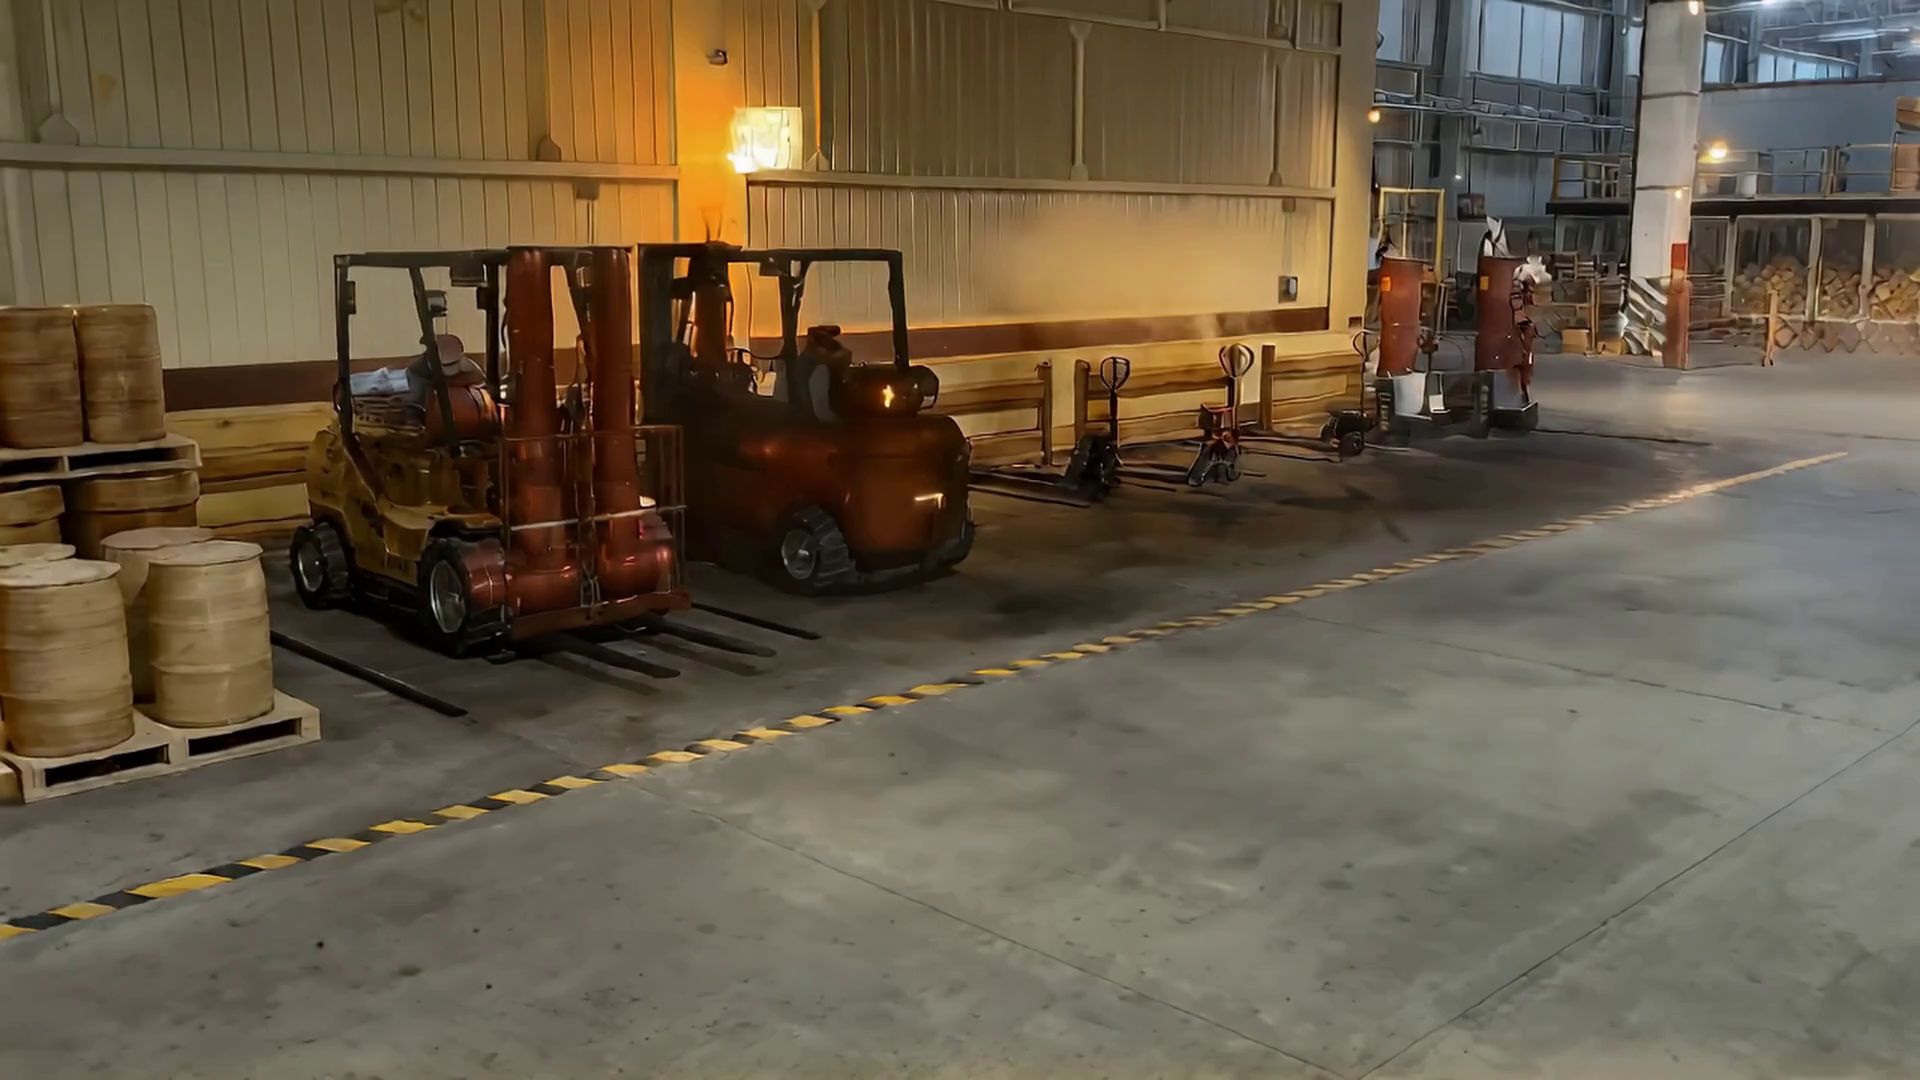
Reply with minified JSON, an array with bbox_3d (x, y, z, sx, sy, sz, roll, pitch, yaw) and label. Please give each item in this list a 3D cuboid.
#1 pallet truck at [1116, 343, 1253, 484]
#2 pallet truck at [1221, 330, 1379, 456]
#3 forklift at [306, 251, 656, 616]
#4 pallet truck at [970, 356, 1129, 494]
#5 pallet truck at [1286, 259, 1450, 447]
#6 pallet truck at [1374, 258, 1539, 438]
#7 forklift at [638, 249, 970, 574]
[{"bbox_3d":[1.962,-1.215,15.415,1.522,1.261,0.704,10,14,43],"label":"pallet truck"},{"bbox_3d":[3.563,-1.581,17.381,0.653,1.274,1.630,-10,14,-44],"label":"pallet truck"},{"bbox_3d":[-2.833,-0.669,9.694,1.157,1.987,2.680,-10,14,-44],"label":"forklift"},{"bbox_3d":[0.784,-1.085,14.876,0.680,1.201,1.601,-10,14,-44],"label":"pallet truck"},{"bbox_3d":[4.493,-2.078,18.196,0.823,1.965,1.885,-9,14,-40],"label":"pallet truck"},{"bbox_3d":[5.704,-2.208,18.901,1.885,1.965,0.823,10,14,43],"label":"pallet truck"},{"bbox_3d":[-1.173,-0.958,11.239,2.680,1.987,1.157,10,14,43],"label":"forklift"}]
